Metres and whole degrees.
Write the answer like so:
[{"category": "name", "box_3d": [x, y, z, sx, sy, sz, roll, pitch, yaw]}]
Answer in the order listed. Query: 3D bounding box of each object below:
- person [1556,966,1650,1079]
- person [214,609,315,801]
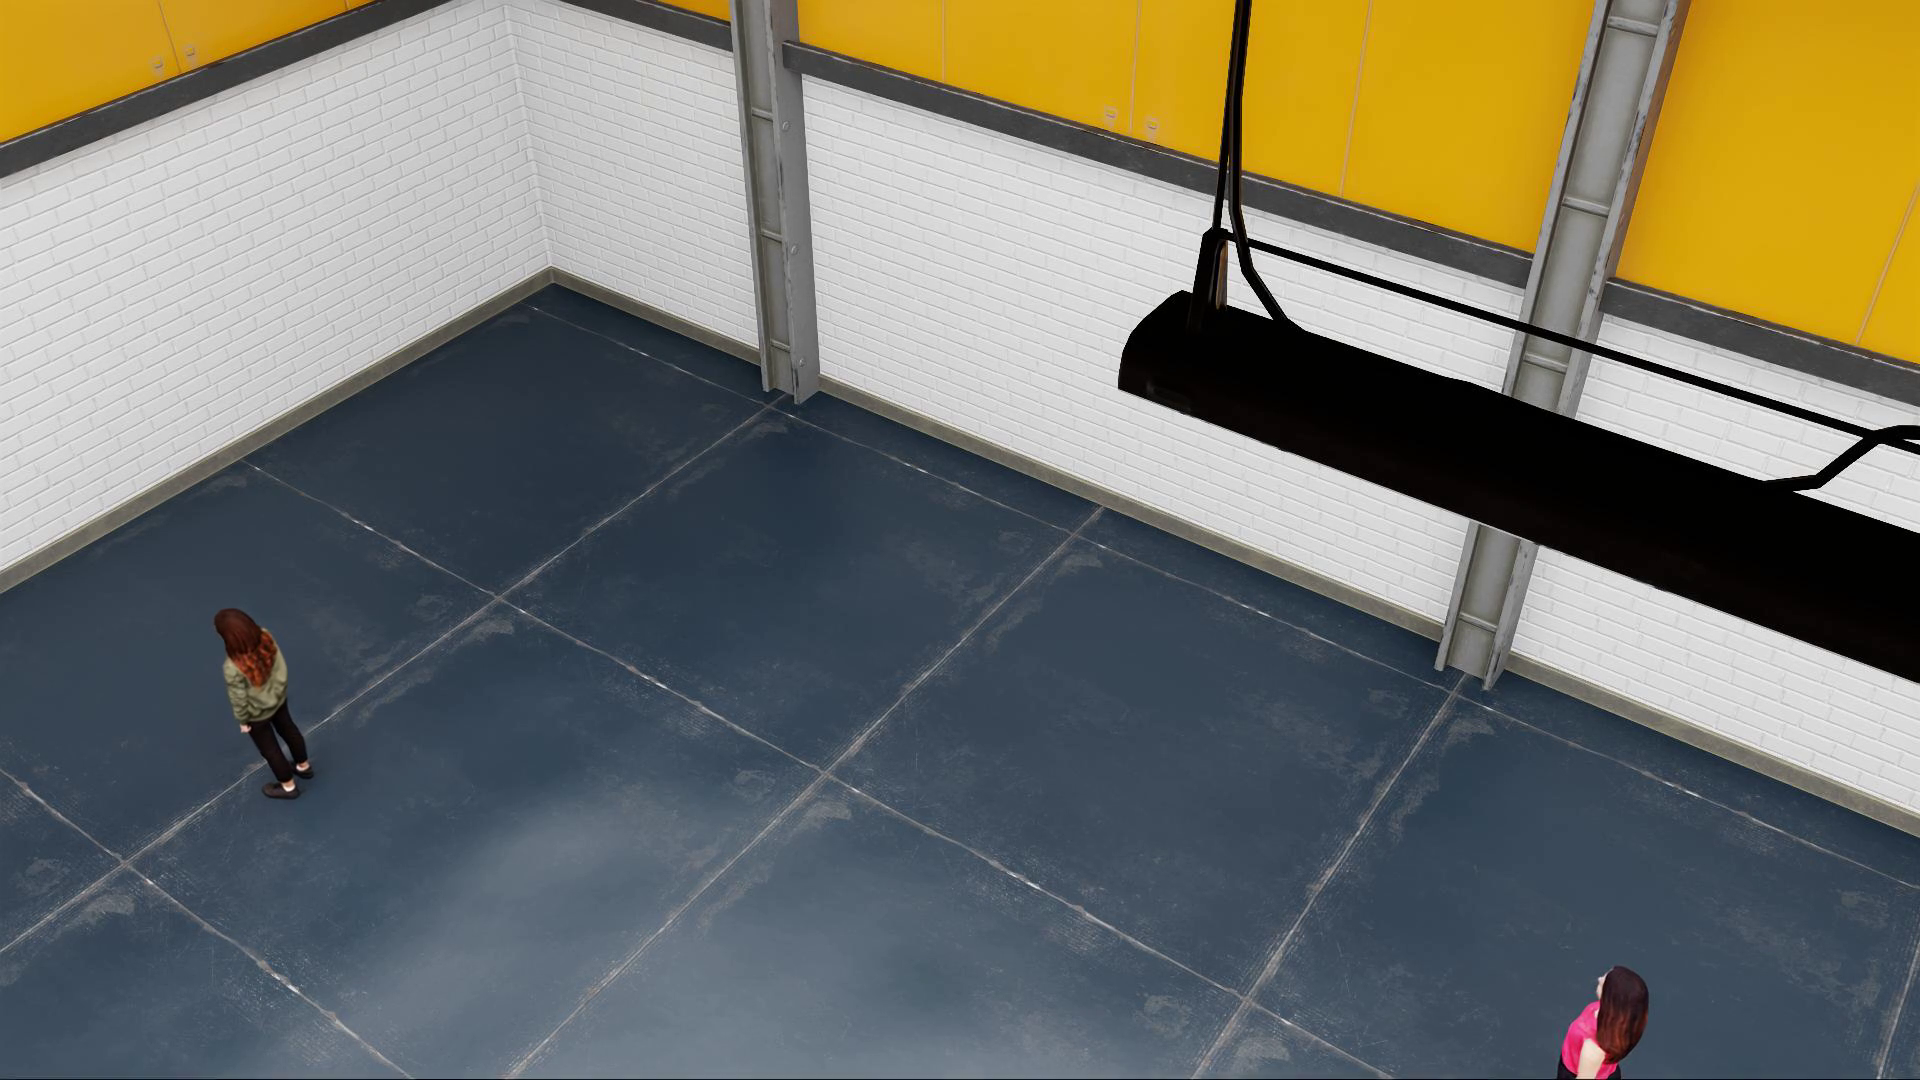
[{"category": "person", "box_3d": [2.970, 2.577, 7.916, 0.561, 1.660, 0.604, 31, 48, 33]}, {"category": "person", "box_3d": [-4.207, 0.976, 10.068, 0.627, 1.478, 0.642, 11, 40, 14]}]
